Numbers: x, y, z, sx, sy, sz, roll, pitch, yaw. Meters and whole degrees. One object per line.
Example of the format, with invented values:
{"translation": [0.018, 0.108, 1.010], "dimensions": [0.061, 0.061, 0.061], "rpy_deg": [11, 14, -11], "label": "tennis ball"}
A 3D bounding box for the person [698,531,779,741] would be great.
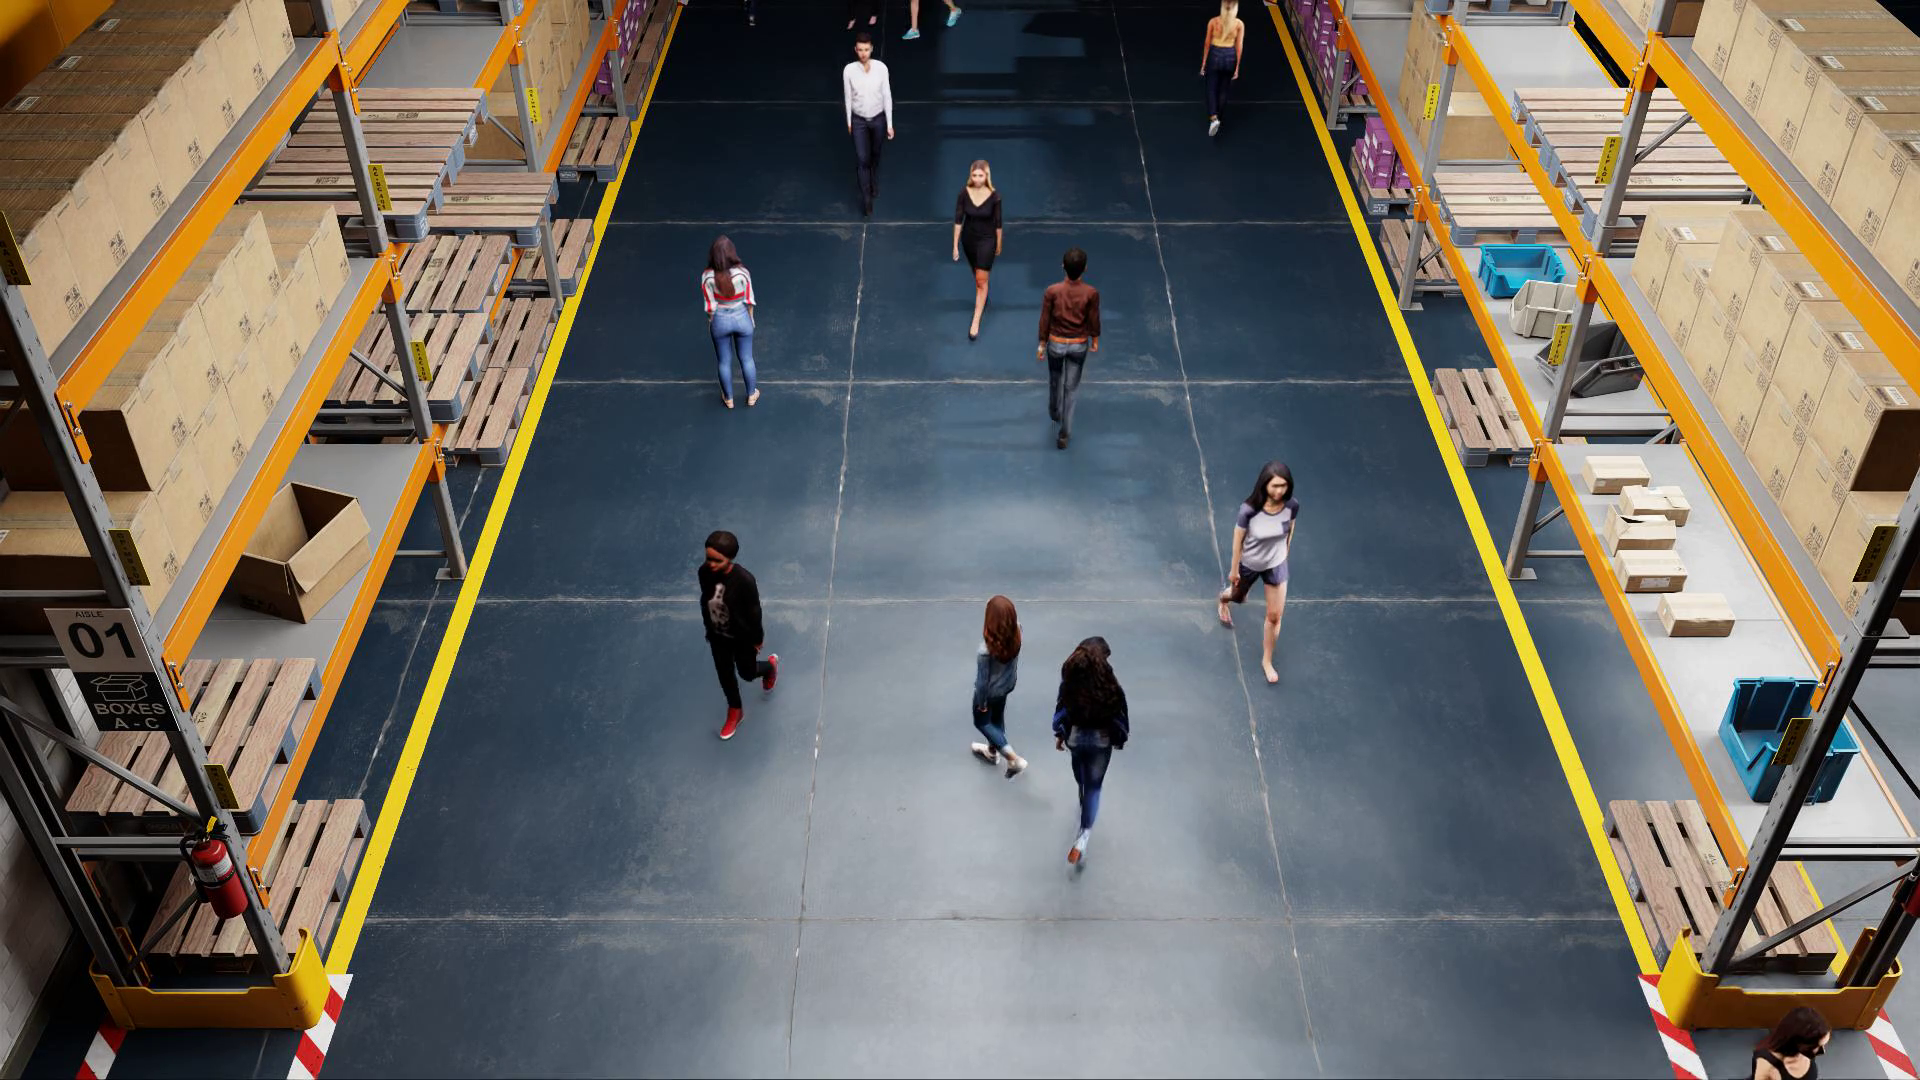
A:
{"translation": [-1.477, 0.561, 11.086], "dimensions": [0.814, 1.662, 0.978], "rpy_deg": [15, 41, 18], "label": "person"}

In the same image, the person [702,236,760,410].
{"translation": [-1.947, -1.854, 14.149], "dimensions": [0.621, 1.614, 0.564], "rpy_deg": [-6, 39, -8], "label": "person"}

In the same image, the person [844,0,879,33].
{"translation": [-1.147, -7.276, 20.840], "dimensions": [0.805, 1.737, 0.918], "rpy_deg": [18, 42, 21], "label": "person"}

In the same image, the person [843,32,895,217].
{"translation": [-0.936, -4.345, 17.096], "dimensions": [0.741, 1.827, 1.229], "rpy_deg": [-5, 39, -6], "label": "person"}

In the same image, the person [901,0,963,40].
{"translation": [-0.341, -7.116, 20.641], "dimensions": [1.137, 1.734, 1.123], "rpy_deg": [-30, 48, -32], "label": "person"}

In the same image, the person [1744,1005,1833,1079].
{"translation": [3.875, 2.819, 8.272], "dimensions": [1.028, 1.645, 1.210], "rpy_deg": [-23, 44, -26], "label": "person"}

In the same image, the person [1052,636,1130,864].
{"translation": [0.781, 1.286, 10.236], "dimensions": [0.791, 1.588, 1.105], "rpy_deg": [9, 40, 11], "label": "person"}

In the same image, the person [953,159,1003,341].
{"translation": [0.192, -2.738, 15.238], "dimensions": [0.764, 1.634, 1.129], "rpy_deg": [9, 40, 12], "label": "person"}

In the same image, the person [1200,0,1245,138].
{"translation": [2.878, -5.202, 18.343], "dimensions": [0.634, 1.611, 0.922], "rpy_deg": [4, 39, 5], "label": "person"}

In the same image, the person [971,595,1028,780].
{"translation": [0.279, 0.963, 10.739], "dimensions": [0.859, 1.466, 0.805], "rpy_deg": [30, 47, 32], "label": "person"}

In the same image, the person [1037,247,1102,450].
{"translation": [0.886, -1.521, 13.624], "dimensions": [0.692, 1.748, 0.886], "rpy_deg": [2, 39, 3], "label": "person"}

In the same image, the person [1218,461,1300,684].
{"translation": [2.078, 0.113, 11.636], "dimensions": [0.782, 1.674, 1.143], "rpy_deg": [-8, 39, -10], "label": "person"}
